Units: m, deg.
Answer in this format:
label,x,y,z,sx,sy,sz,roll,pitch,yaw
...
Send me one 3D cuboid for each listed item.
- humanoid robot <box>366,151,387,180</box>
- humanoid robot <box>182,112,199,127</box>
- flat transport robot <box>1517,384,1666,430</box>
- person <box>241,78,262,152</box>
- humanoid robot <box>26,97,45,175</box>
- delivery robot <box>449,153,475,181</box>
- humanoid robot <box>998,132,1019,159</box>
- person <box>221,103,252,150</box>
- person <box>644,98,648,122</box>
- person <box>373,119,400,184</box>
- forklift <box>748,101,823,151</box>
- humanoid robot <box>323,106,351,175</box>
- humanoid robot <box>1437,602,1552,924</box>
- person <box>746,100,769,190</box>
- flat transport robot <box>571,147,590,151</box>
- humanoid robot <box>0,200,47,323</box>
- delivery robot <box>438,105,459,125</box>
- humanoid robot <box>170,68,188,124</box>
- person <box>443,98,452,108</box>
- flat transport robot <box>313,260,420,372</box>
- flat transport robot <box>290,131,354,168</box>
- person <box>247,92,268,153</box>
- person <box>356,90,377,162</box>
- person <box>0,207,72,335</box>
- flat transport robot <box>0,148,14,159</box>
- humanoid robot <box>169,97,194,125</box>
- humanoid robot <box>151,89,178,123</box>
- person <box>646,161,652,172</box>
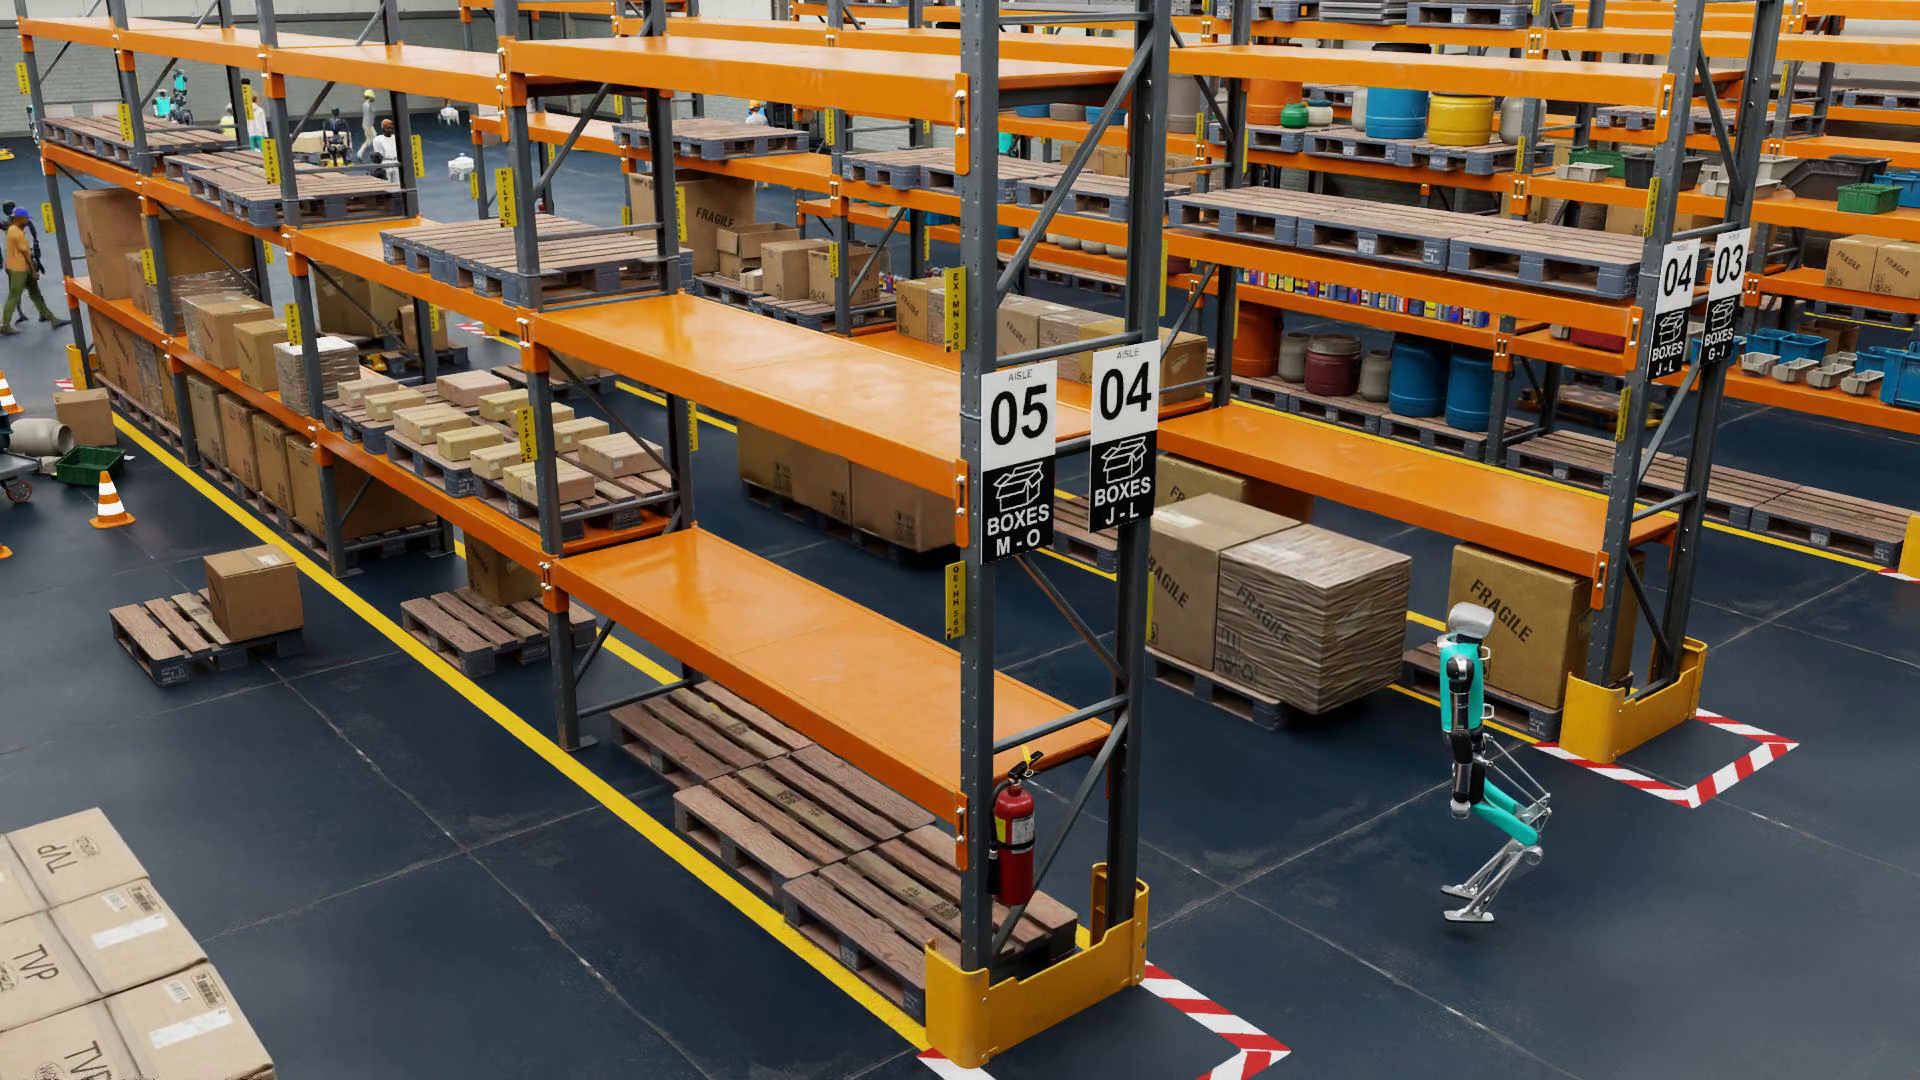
label,x,y,z,sx,sy,sz,roll,pitch,yaw
humanoid robot,-9.858,-5.712,28.089,0.612,1.646,0.437,13,23,32
humanoid robot,-16.235,-8.199,35.141,0.608,1.639,0.378,-11,22,-28
flat transport robot,6.848,-1.440,18.034,0.659,0.231,1.431,-14,24,-34
person,-18.027,-10.817,42.355,0.795,1.842,0.413,8,21,22
humanoid robot,-20.922,-9.219,37.990,0.543,1.779,0.896,-11,22,-29
delivery robot,-11.137,-8.369,37.306,0.499,0.583,0.767,7,21,19
humanoid robot,1.025,-7.400,32.717,0.530,1.752,0.688,13,23,32
person,-15.154,-8.248,35.000,0.577,1.863,0.841,3,20,7
person,-7.944,-11.099,42.950,0.402,1.979,0.484,16,25,37
person,-10.728,-6.971,31.359,0.566,1.878,0.354,-16,25,-38
forklift,-4.526,-11.368,42.374,1.129,2.768,1.873,-15,24,-37
humanoid robot,-13.740,-8.704,36.592,0.605,1.646,0.419,-3,20,-9
humanoid robot,2.698,1.136,8.286,0.735,1.677,0.533,6,20,16
person,-4.331,-8.427,35.483,0.569,1.889,0.389,-12,22,-30
flat transport robot,-9.403,-10.240,43.080,0.659,0.231,1.431,11,22,28
humanoid robot,-12.748,-3.775,22.549,0.584,1.651,0.357,-18,26,-41
delivery robot,-15.200,-12.655,49.508,0.499,0.585,0.775,-12,23,-31
humanoid robot,-22.148,-12.314,46.929,0.567,1.884,0.790,12,23,31
person,-15.975,-14.153,51.804,0.498,1.870,0.380,17,25,39
flat transport robot,-7.197,-2.311,20.512,0.659,0.231,1.431,-15,24,-37
flat transport robot,-15.078,-8.891,39.240,1.431,0.231,0.659,9,21,24
person,-15.813,-9.078,37.328,0.527,1.892,0.429,-5,20,-13
person,-14.281,-9.991,40.177,0.706,1.728,0.546,-9,21,-23
person,-12.362,-3.558,21.957,0.894,1.646,0.458,-13,23,-32
flat transport robot,-24.005,-9.417,40.737,1.431,0.231,0.659,-11,22,-28
humanoid robot,-18.134,-9.474,38.790,0.611,1.644,0.484,-2,19,-5
humanoid robot,-18.773,-9.749,39.629,0.777,1.893,0.534,15,25,37
person,-6.061,-7.590,33.314,0.472,1.742,0.334,-6,20,-16
